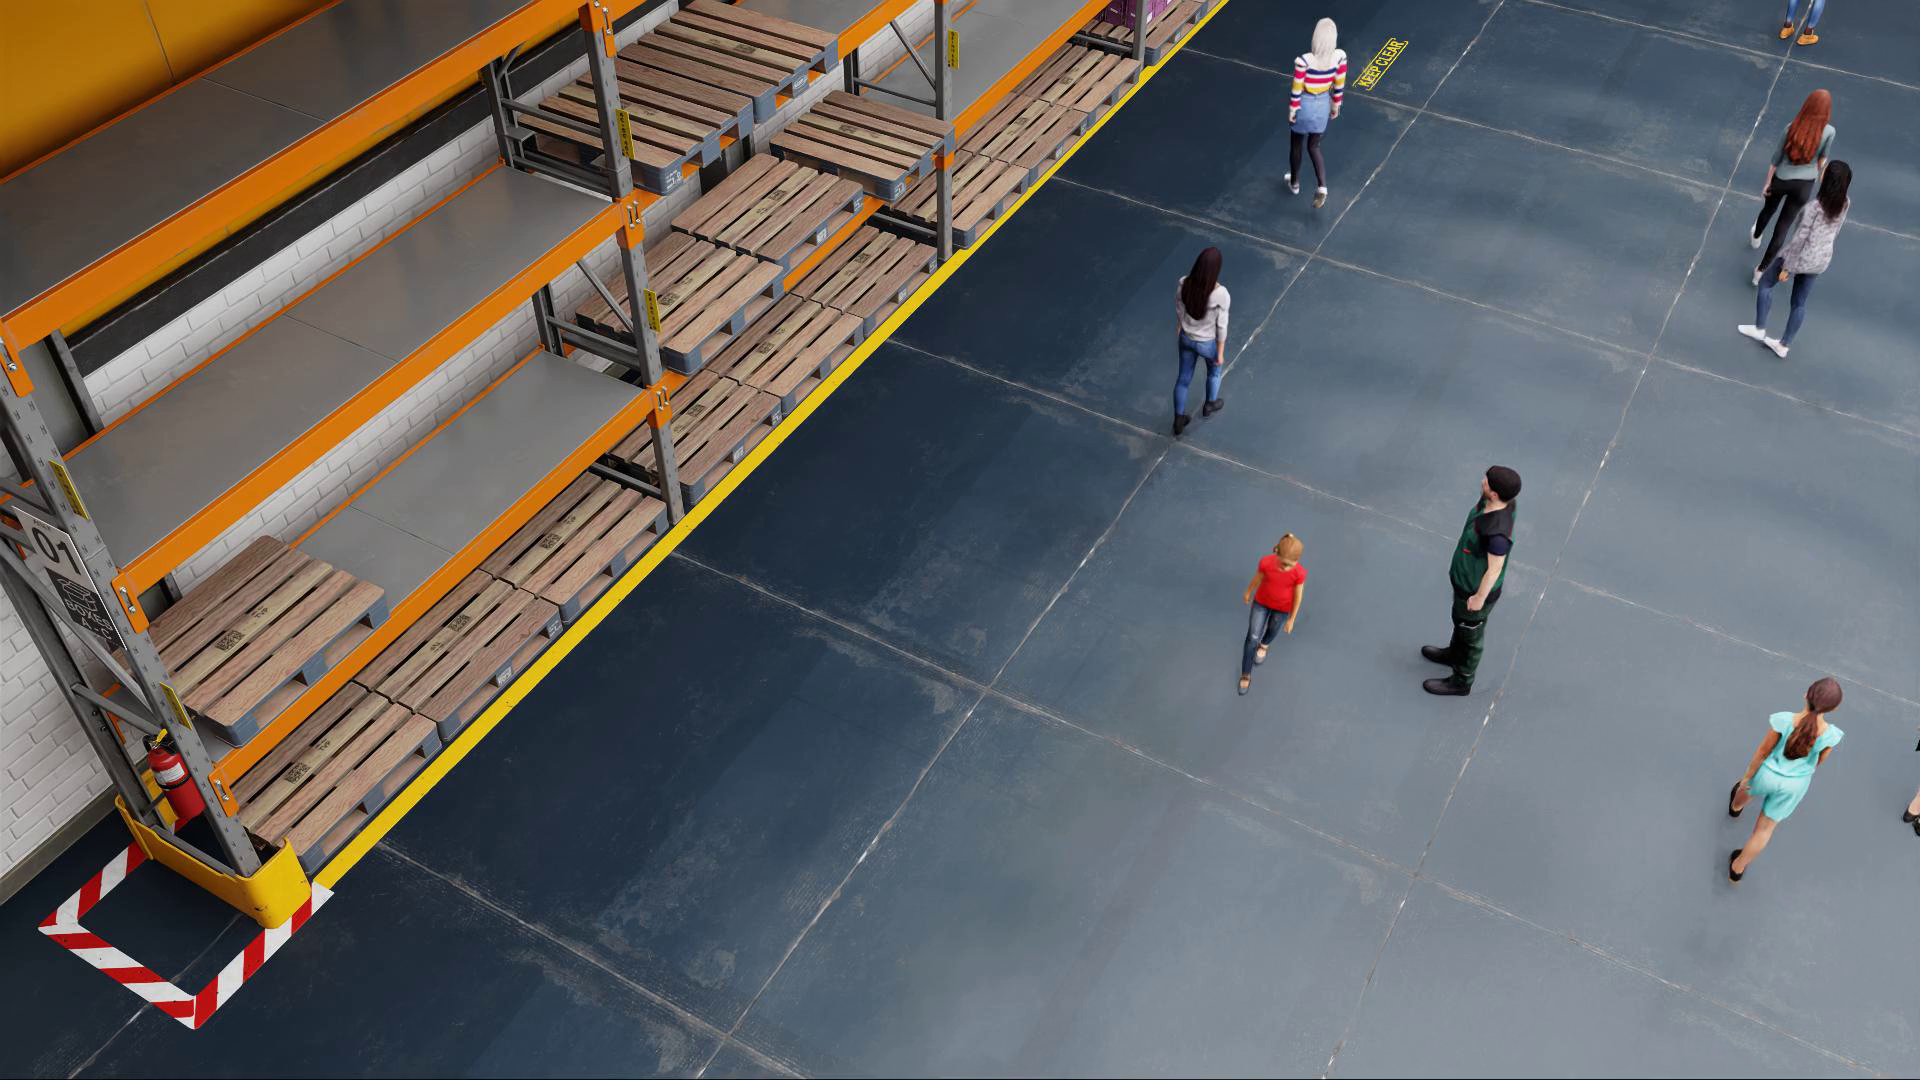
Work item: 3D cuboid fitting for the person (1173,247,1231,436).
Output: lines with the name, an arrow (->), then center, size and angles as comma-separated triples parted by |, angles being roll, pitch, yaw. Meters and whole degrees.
person -> 1.787, -1.471, 12.681 | 0.660, 1.616, 0.776 | 25, 49, 24

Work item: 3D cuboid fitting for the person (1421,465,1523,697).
person -> 3.328, 0.249, 10.670 | 0.792, 1.899, 0.620 | 9, 44, 9

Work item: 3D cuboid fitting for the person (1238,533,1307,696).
person -> 2.086, 0.373, 10.987 | 0.628, 1.282, 0.848 | 15, 46, 15

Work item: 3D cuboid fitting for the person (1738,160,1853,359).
person -> 6.844, -2.199, 13.374 | 0.811, 1.714, 0.871 | -11, 45, -11

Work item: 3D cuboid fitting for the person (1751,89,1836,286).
person -> 7.097, -2.969, 14.196 | 0.634, 1.695, 1.081 | 17, 46, 17

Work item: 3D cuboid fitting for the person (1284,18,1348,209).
person -> 3.211, -3.836, 15.044 | 1.013, 1.780, 1.094 | -8, 44, -9

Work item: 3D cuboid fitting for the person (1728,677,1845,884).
person -> 4.768, 1.440, 9.689 | 0.541, 1.527, 0.944 | 21, 47, 21
